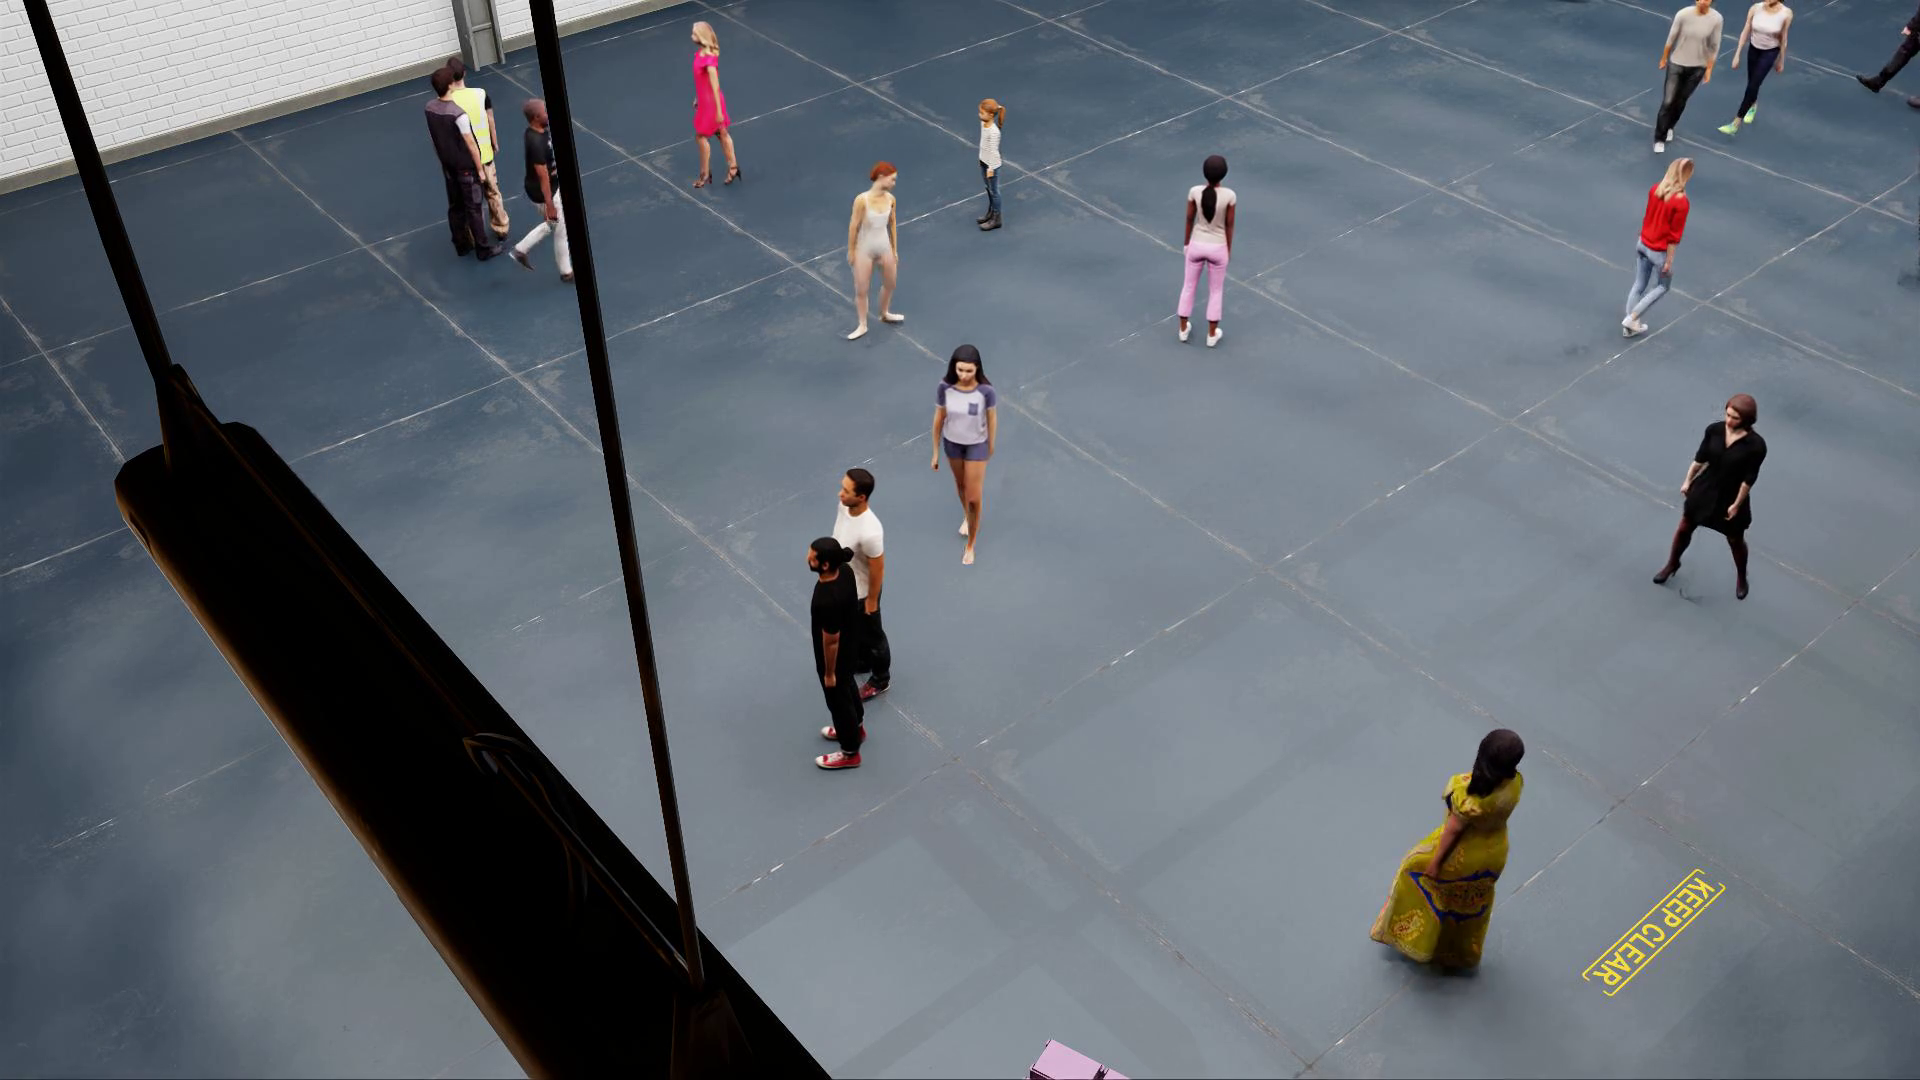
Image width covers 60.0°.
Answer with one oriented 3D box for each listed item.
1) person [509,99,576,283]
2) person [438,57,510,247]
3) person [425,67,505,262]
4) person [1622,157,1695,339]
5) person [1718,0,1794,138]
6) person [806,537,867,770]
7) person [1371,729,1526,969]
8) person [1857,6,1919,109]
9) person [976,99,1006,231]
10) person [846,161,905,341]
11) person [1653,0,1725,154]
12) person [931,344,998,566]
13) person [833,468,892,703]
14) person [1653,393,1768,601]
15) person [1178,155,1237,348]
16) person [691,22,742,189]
[{"bbox_3d":[-3.842,-3.119,15.072,1.080,1.786,0.918,-8,39,-10],"label":"person"},{"bbox_3d":[-4.616,-3.653,15.696,0.666,1.842,0.789,-22,43,-25],"label":"person"},{"bbox_3d":[-4.670,-3.494,15.491,0.742,1.848,0.717,18,42,21],"label":"person"},{"bbox_3d":[5.945,-2.490,14.354,0.673,1.697,0.695,-15,41,-18],"label":"person"},{"bbox_3d":[8.598,-5.178,17.754,0.682,1.655,1.171,28,47,31],"label":"person"},{"bbox_3d":[-0.756,0.688,10.330,0.741,1.755,0.694,1,39,1],"label":"person"},{"bbox_3d":[2.785,1.739,9.115,0.801,1.629,1.037,-29,47,-31],"label":"person"},{"bbox_3d":[10.691,-5.567,18.132,1.089,1.791,1.169,16,41,19],"label":"person"},{"bbox_3d":[0.307,-3.644,16.107,0.556,1.314,0.522,-13,40,-16],"label":"person"},{"bbox_3d":[-0.813,-2.499,14.434,0.545,1.613,0.834,-8,39,-9],"label":"person"},{"bbox_3d":[7.631,-5.010,17.450,1.008,1.772,1.153,9,40,12],"label":"person"},{"bbox_3d":[0.062,-0.740,12.154,0.855,1.710,0.964,10,40,12],"label":"person"},{"bbox_3d":[-0.636,0.269,10.815,0.615,1.804,0.689,-18,42,-21],"label":"person"},{"bbox_3d":[5.291,-0.320,11.643,0.680,1.691,0.779,-28,47,-31],"label":"person"},{"bbox_3d":[2.134,-2.494,14.328,0.658,1.737,0.685,12,40,14],"label":"person"},{"bbox_3d":[-2.399,-4.369,16.700,0.843,1.707,0.741,-8,39,-10],"label":"person"}]
